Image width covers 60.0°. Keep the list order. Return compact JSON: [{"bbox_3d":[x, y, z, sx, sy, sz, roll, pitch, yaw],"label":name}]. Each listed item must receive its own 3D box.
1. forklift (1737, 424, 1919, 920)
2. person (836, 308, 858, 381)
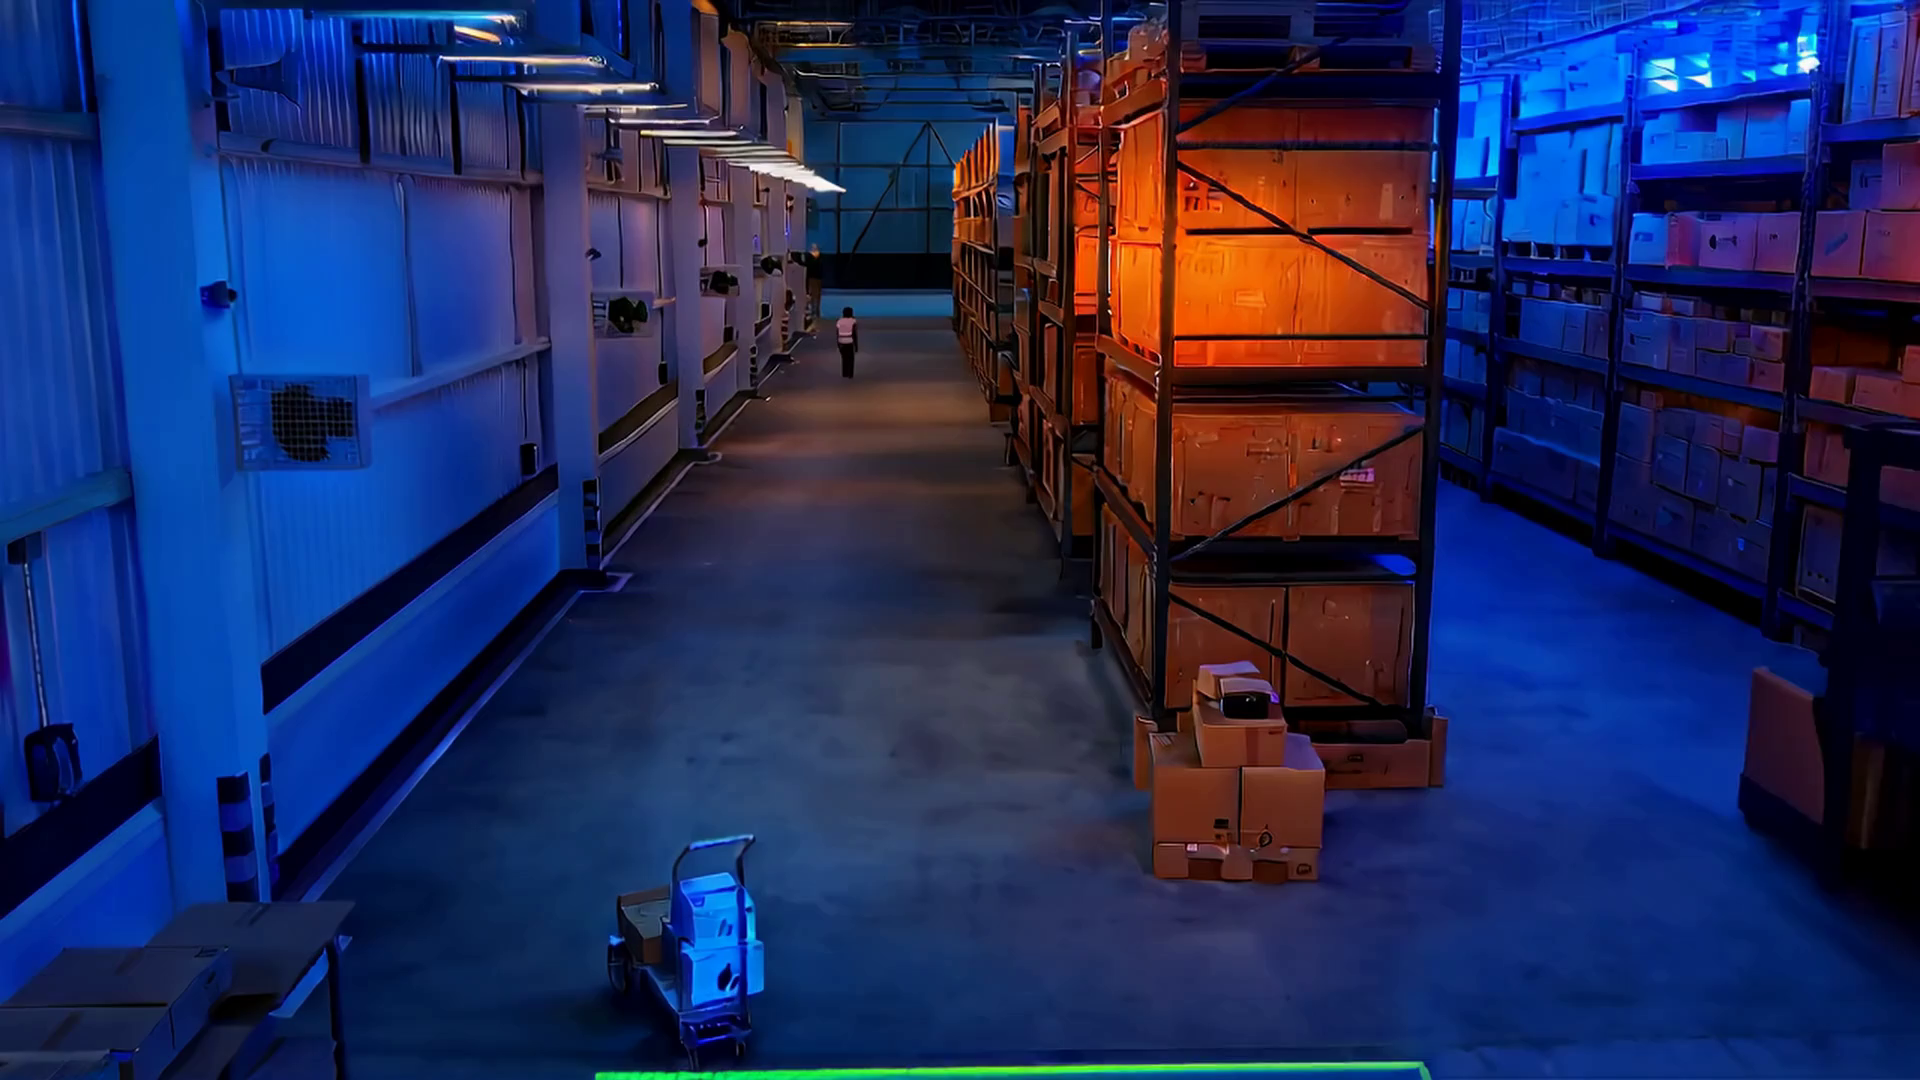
[{"bbox_3d":[5.882,0.677,10.325,1.129,2.768,1.873,0,11,-2],"label":"forklift"},{"bbox_3d":[-2.883,-4.994,42.476,0.689,1.874,0.653,4,11,19],"label":"person"}]
